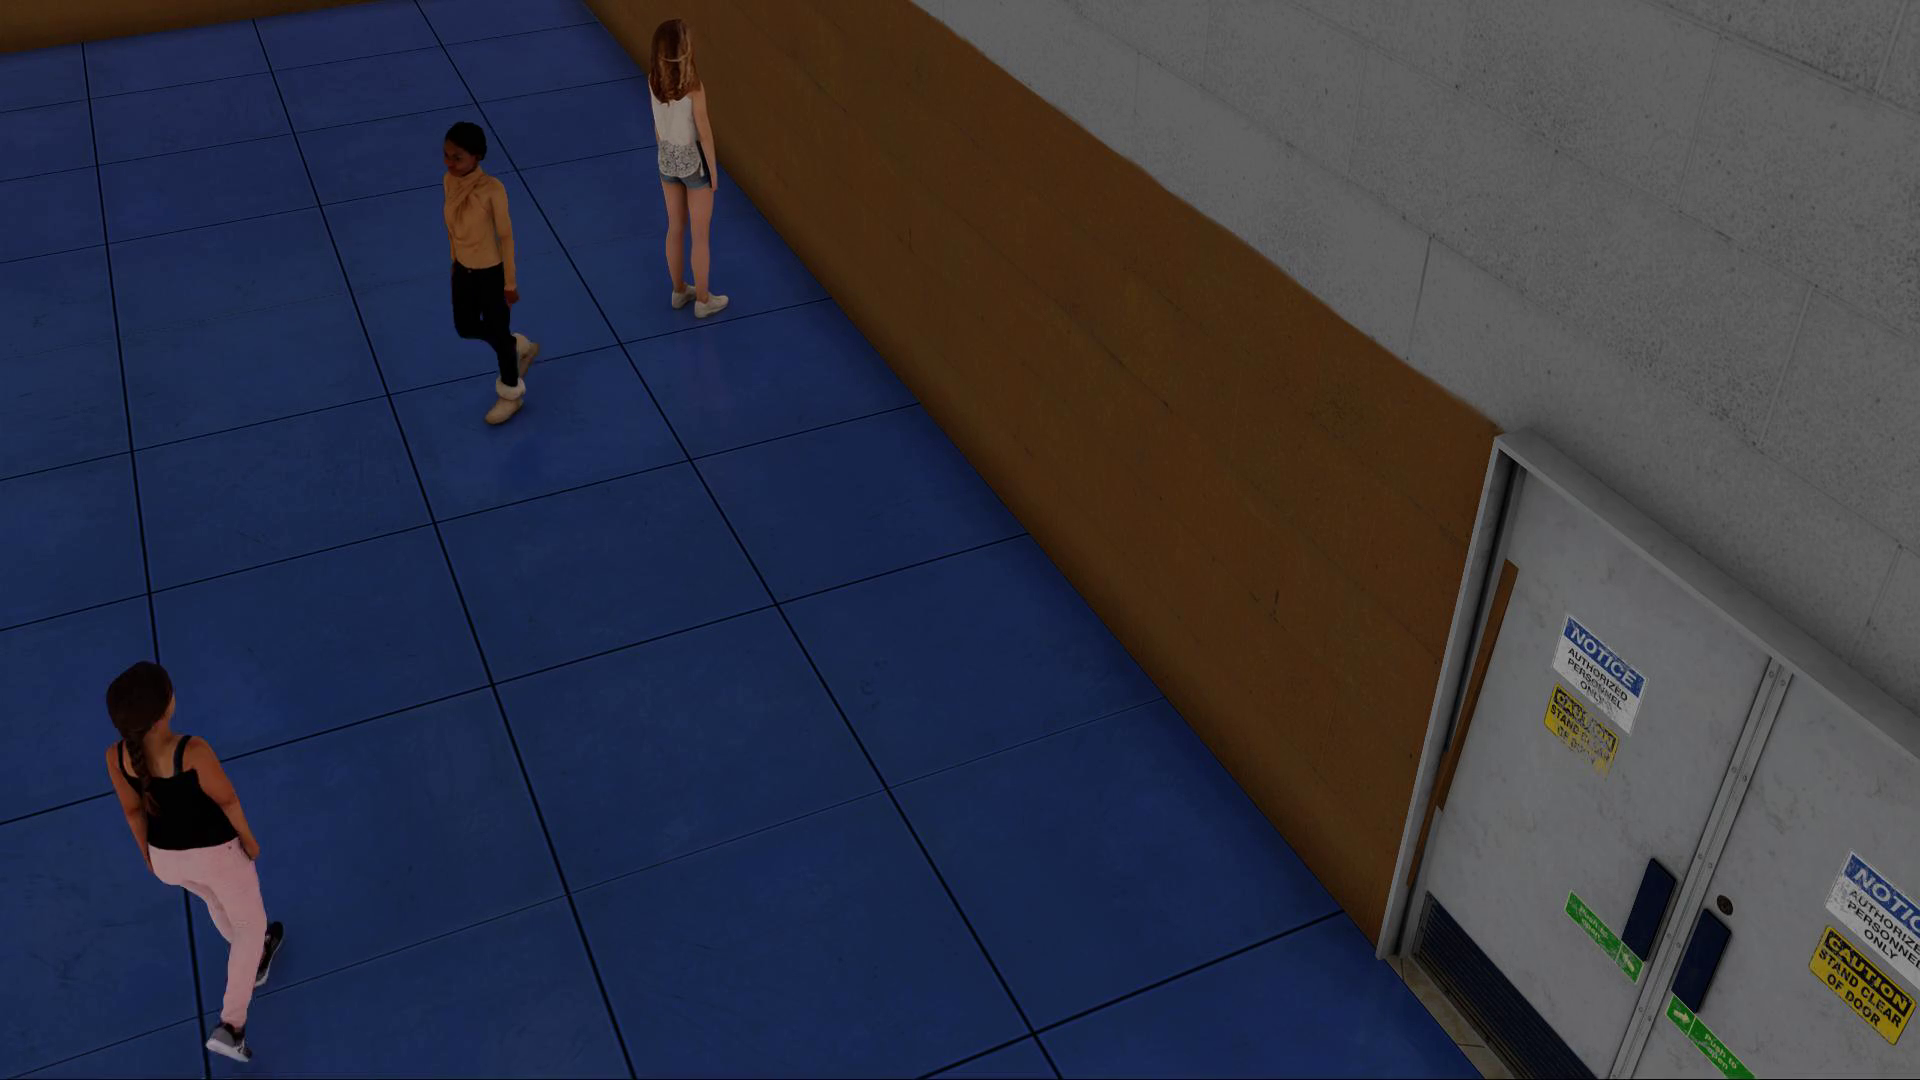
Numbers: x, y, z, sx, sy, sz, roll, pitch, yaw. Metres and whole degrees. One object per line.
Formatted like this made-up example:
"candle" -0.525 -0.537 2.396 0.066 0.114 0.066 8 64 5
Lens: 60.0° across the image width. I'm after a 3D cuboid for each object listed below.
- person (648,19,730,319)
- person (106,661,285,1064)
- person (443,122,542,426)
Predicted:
"person" -1.599 -2.121 9.585 0.638 1.755 0.667 19 41 24
"person" -2.532 1.082 5.491 0.936 1.546 0.822 0 37 0
"person" -2.453 -1.435 8.759 0.804 1.649 0.882 22 42 26
